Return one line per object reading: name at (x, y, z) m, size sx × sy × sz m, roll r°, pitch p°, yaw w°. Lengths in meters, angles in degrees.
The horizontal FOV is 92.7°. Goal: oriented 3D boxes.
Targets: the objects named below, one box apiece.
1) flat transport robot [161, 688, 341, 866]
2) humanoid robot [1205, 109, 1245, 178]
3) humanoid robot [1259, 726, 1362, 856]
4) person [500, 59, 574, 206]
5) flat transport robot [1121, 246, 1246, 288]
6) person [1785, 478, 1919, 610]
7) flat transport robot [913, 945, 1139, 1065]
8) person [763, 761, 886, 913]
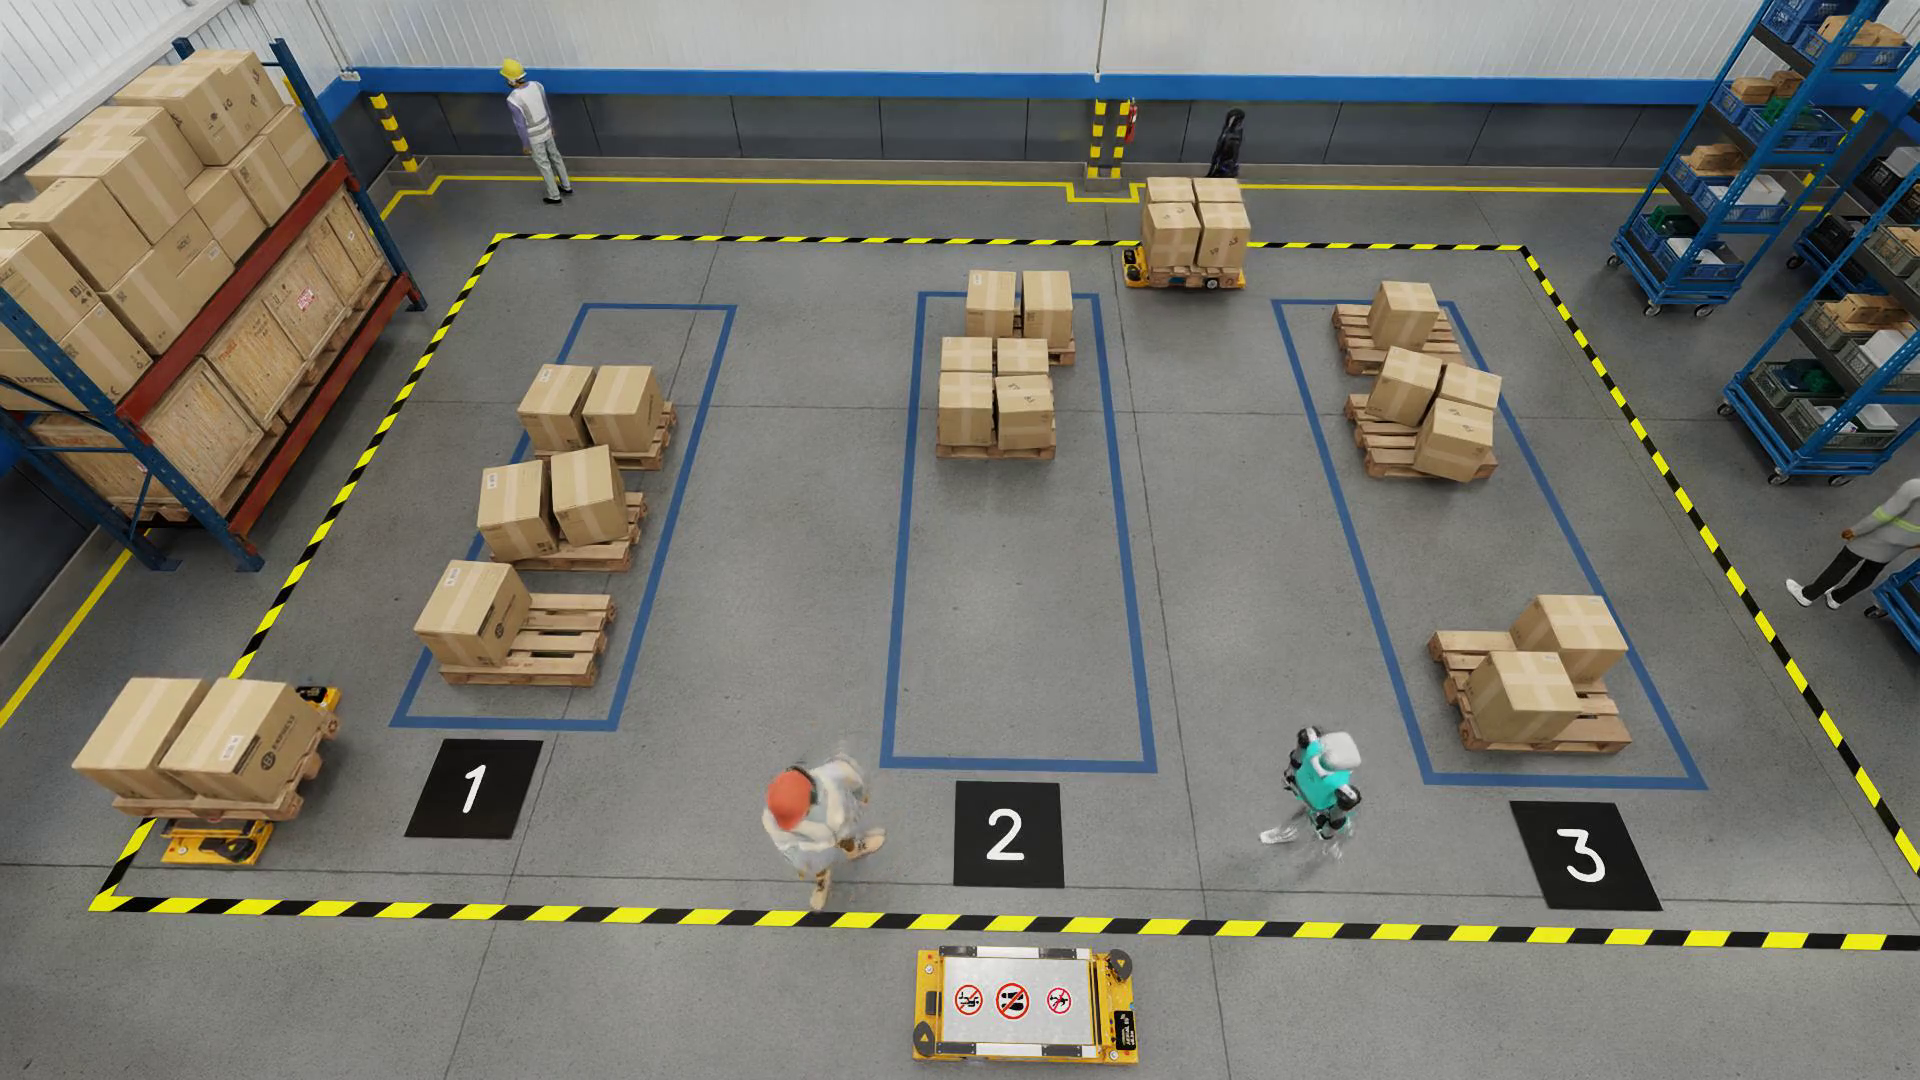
flat transport robot at (-5.438, 1.752, 7.039) m, size 0.652 × 0.197 × 1.431 m, roll 1°, pitch 51°, yaw 1°
humanoid robot at (3.161, -4.453, 11.216) m, size 0.658 × 1.634 × 0.591 m, roll -8°, pitch 51°, yaw -6°
humanoid robot at (2.517, 1.716, 6.175) m, size 0.841 × 1.822 × 0.535 m, roll -16°, pitch 53°, yaw -13°
person at (-5.415, -5.194, 11.708) m, size 0.404 × 1.836 × 0.597 m, roll 17°, pitch 53°, yaw 13°
flat transport robot at (2.731, -3.365, 11.211) m, size 1.431 × 0.197 × 0.652 m, roll 1°, pitch 51°, yaw 1°
person at (7.647, -0.078, 7.527) m, size 0.597 × 1.851 × 0.377 m, roll 8°, pitch 51°, yaw 6°
flat transport robot at (0.422, 3.041, 6.007) m, size 1.431 × 0.231 × 0.659 m, roll 1°, pitch 51°, yaw 1°
person at (-0.805, 1.832, 5.893) m, size 0.788 × 1.995 × 0.394 m, roll -32°, pitch 58°, yaw -23°
